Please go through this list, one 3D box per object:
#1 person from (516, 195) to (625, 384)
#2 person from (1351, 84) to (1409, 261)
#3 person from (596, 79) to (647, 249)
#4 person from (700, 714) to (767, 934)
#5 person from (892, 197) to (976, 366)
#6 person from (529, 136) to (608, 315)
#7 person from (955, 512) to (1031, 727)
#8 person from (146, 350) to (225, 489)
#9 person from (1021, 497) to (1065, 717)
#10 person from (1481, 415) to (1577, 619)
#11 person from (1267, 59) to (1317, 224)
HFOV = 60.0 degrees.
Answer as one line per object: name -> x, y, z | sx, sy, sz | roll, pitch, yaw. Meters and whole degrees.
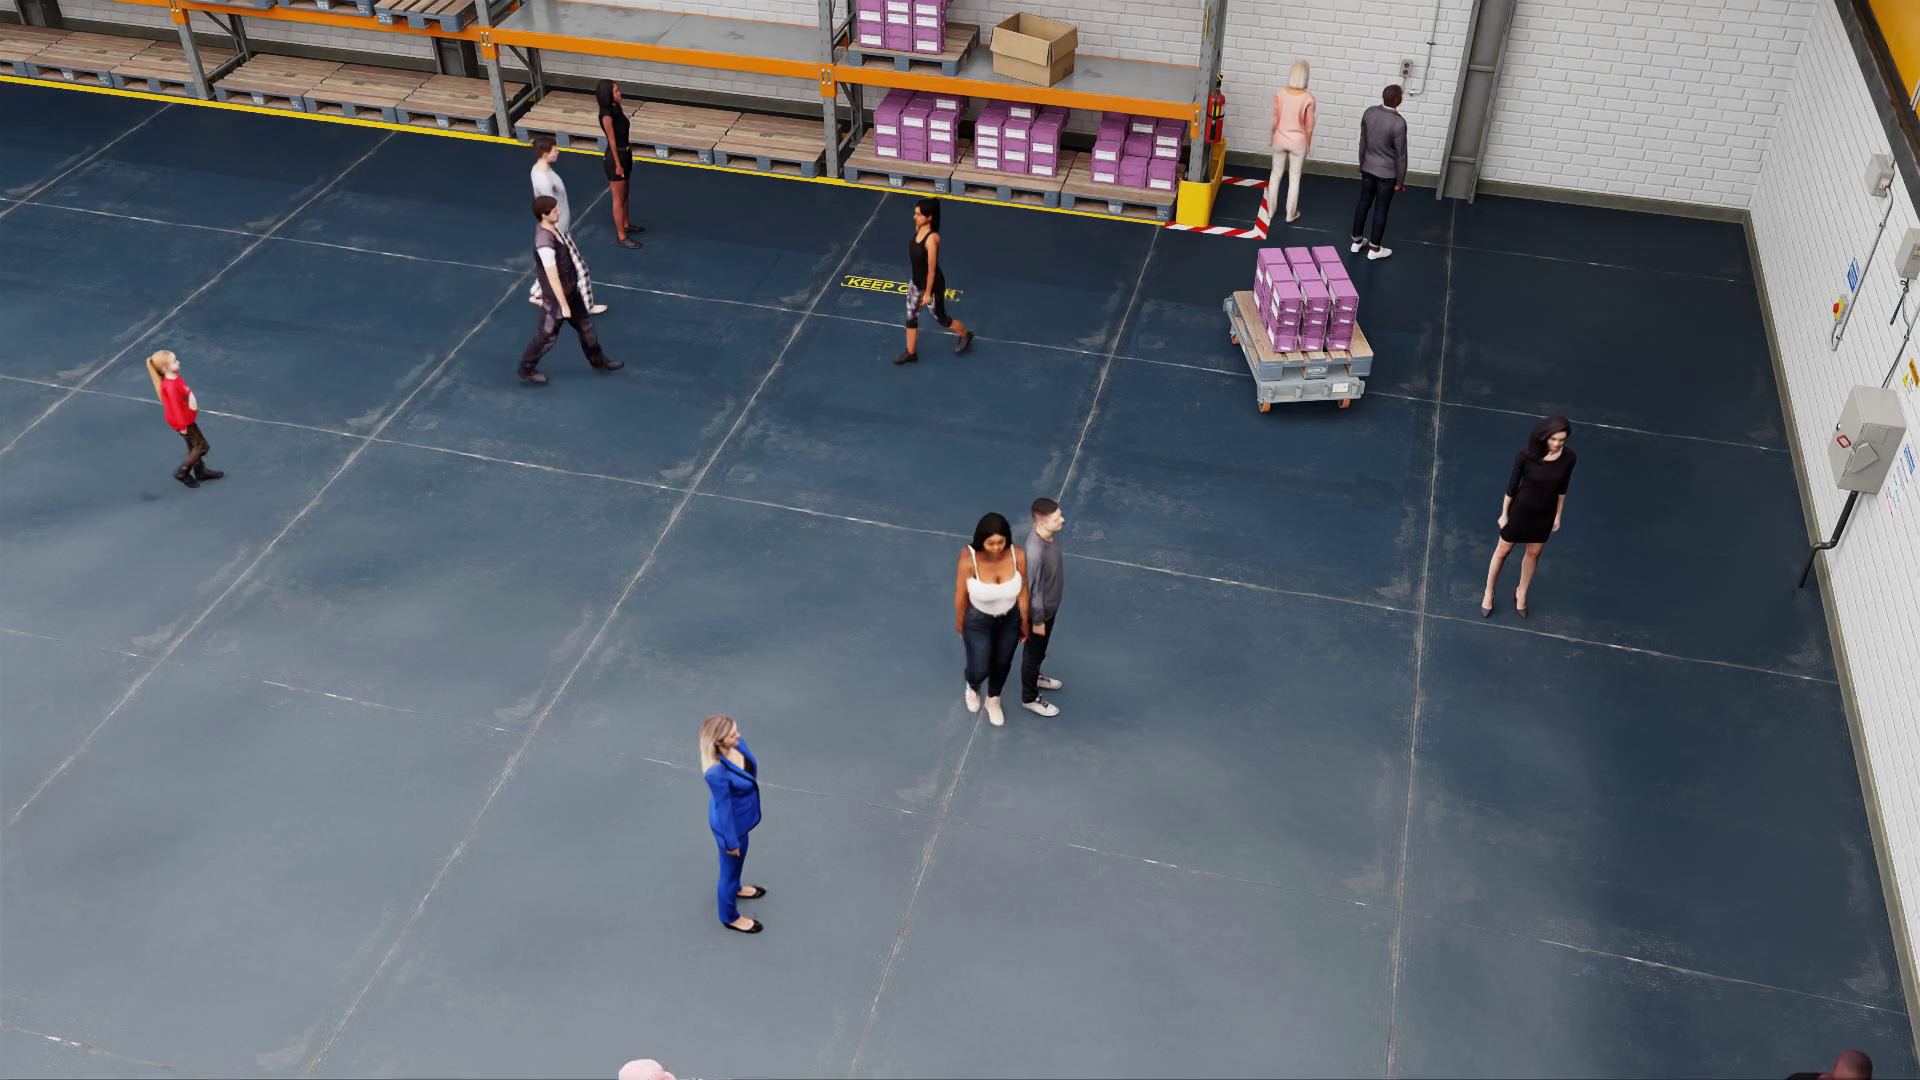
person -> -3.652, -2.170, 14.699 | 1.290, 1.808, 0.994 | -4, 39, -5
person -> 4.178, -3.675, 16.575 | 0.865, 1.818, 0.764 | -26, 46, -29
person -> -3.454, -3.825, 16.826 | 0.606, 1.740, 0.651 | 0, 39, 0
person -> -1.381, 1.672, 9.975 | 0.633, 1.700, 0.680 | 0, 39, 0
person -> -0.214, -2.333, 15.038 | 1.099, 1.639, 1.006 | -18, 42, -21
person -> -3.858, -2.915, 15.615 | 1.073, 1.829, 0.927 | -10, 40, -12
person -> 0.200, 0.484, 11.384 | 0.769, 1.797, 0.842 | -8, 39, -10
person -> -6.423, -0.979, 13.635 | 0.709, 1.276, 0.644 | -16, 41, -19
person -> 0.551, 0.432, 11.479 | 0.554, 1.760, 0.625 | 7, 39, 8
person -> 4.180, -0.171, 12.198 | 0.491, 1.804, 0.688 | 2, 39, 3
person -> 3.418, -4.136, 17.228 | 0.511, 1.724, 0.697 | 16, 41, 19
